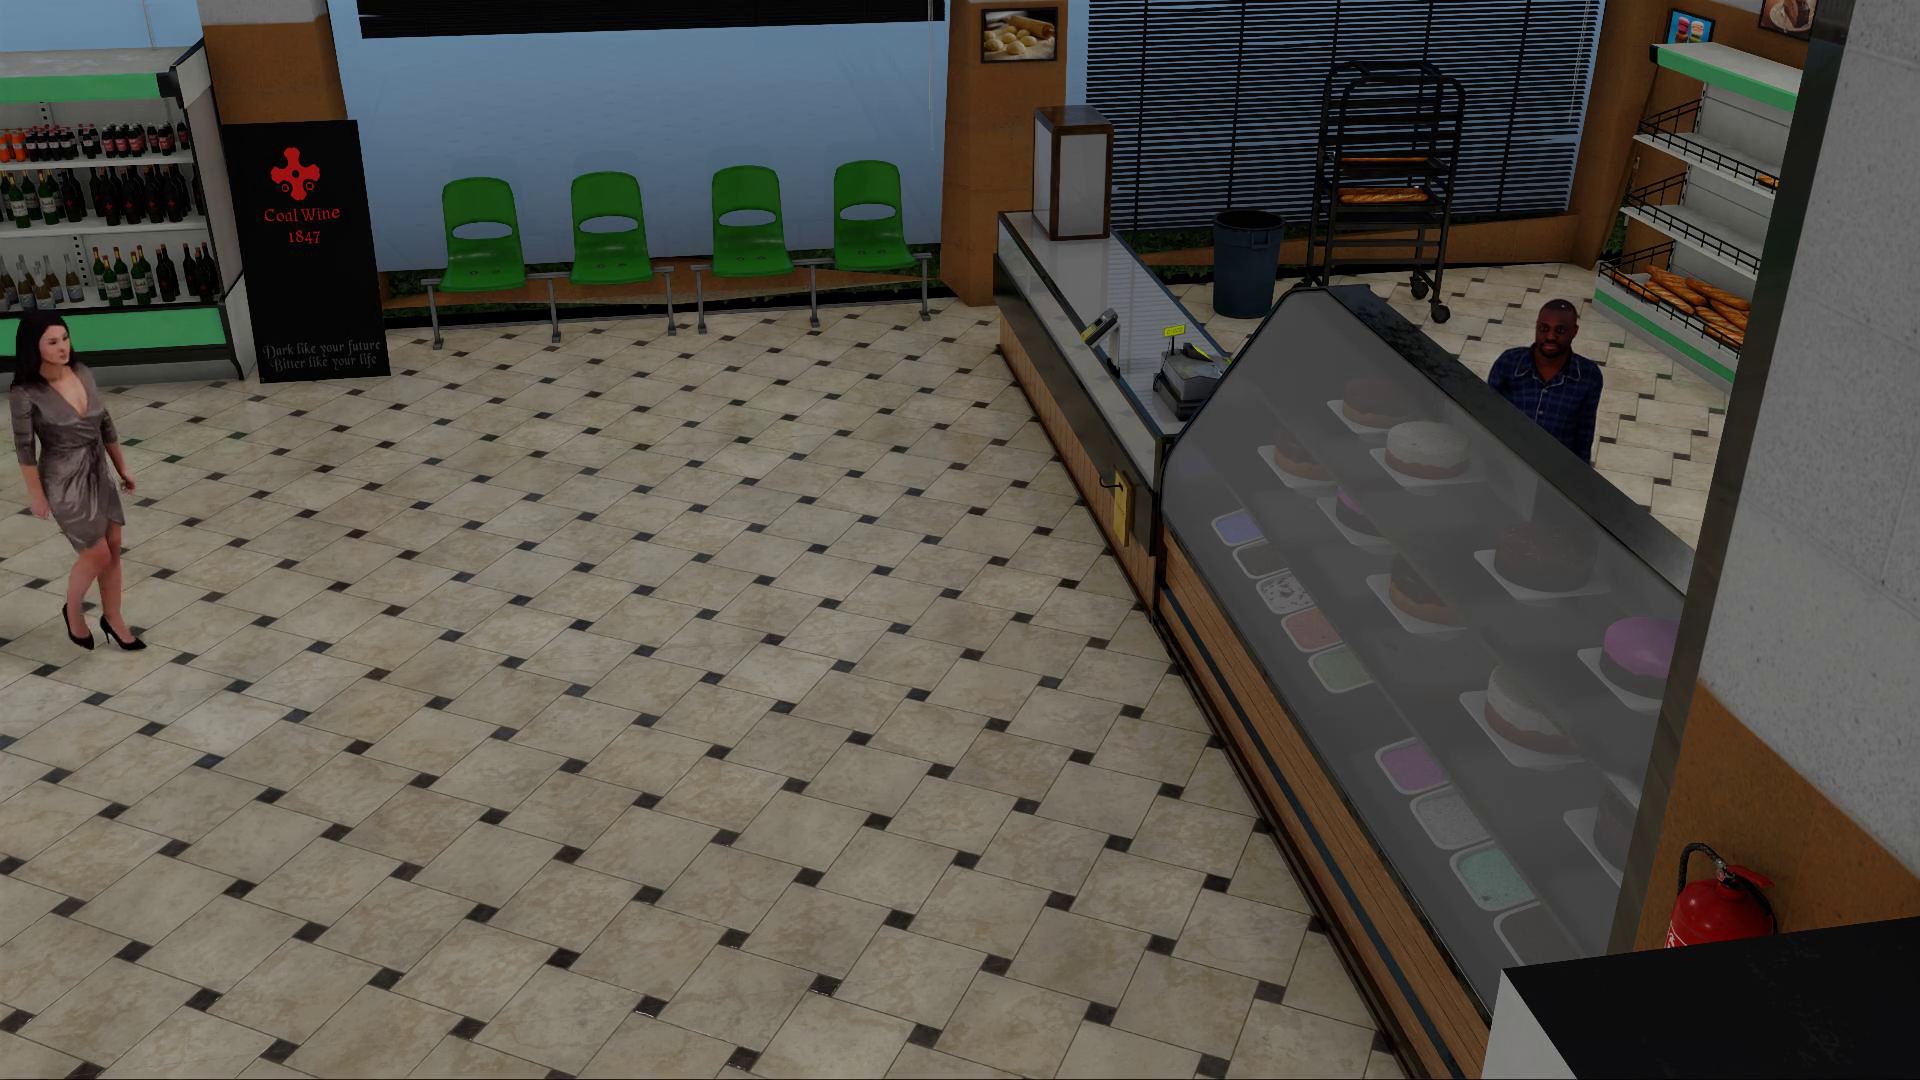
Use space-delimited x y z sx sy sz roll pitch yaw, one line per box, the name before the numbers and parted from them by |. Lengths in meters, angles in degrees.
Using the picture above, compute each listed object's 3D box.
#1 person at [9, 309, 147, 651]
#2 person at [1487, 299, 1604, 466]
person | -4.150 -0.255 7.728 0.770 1.735 0.725 7 28 14
person | 2.583 -0.231 7.584 0.725 1.824 0.833 10 29 19
